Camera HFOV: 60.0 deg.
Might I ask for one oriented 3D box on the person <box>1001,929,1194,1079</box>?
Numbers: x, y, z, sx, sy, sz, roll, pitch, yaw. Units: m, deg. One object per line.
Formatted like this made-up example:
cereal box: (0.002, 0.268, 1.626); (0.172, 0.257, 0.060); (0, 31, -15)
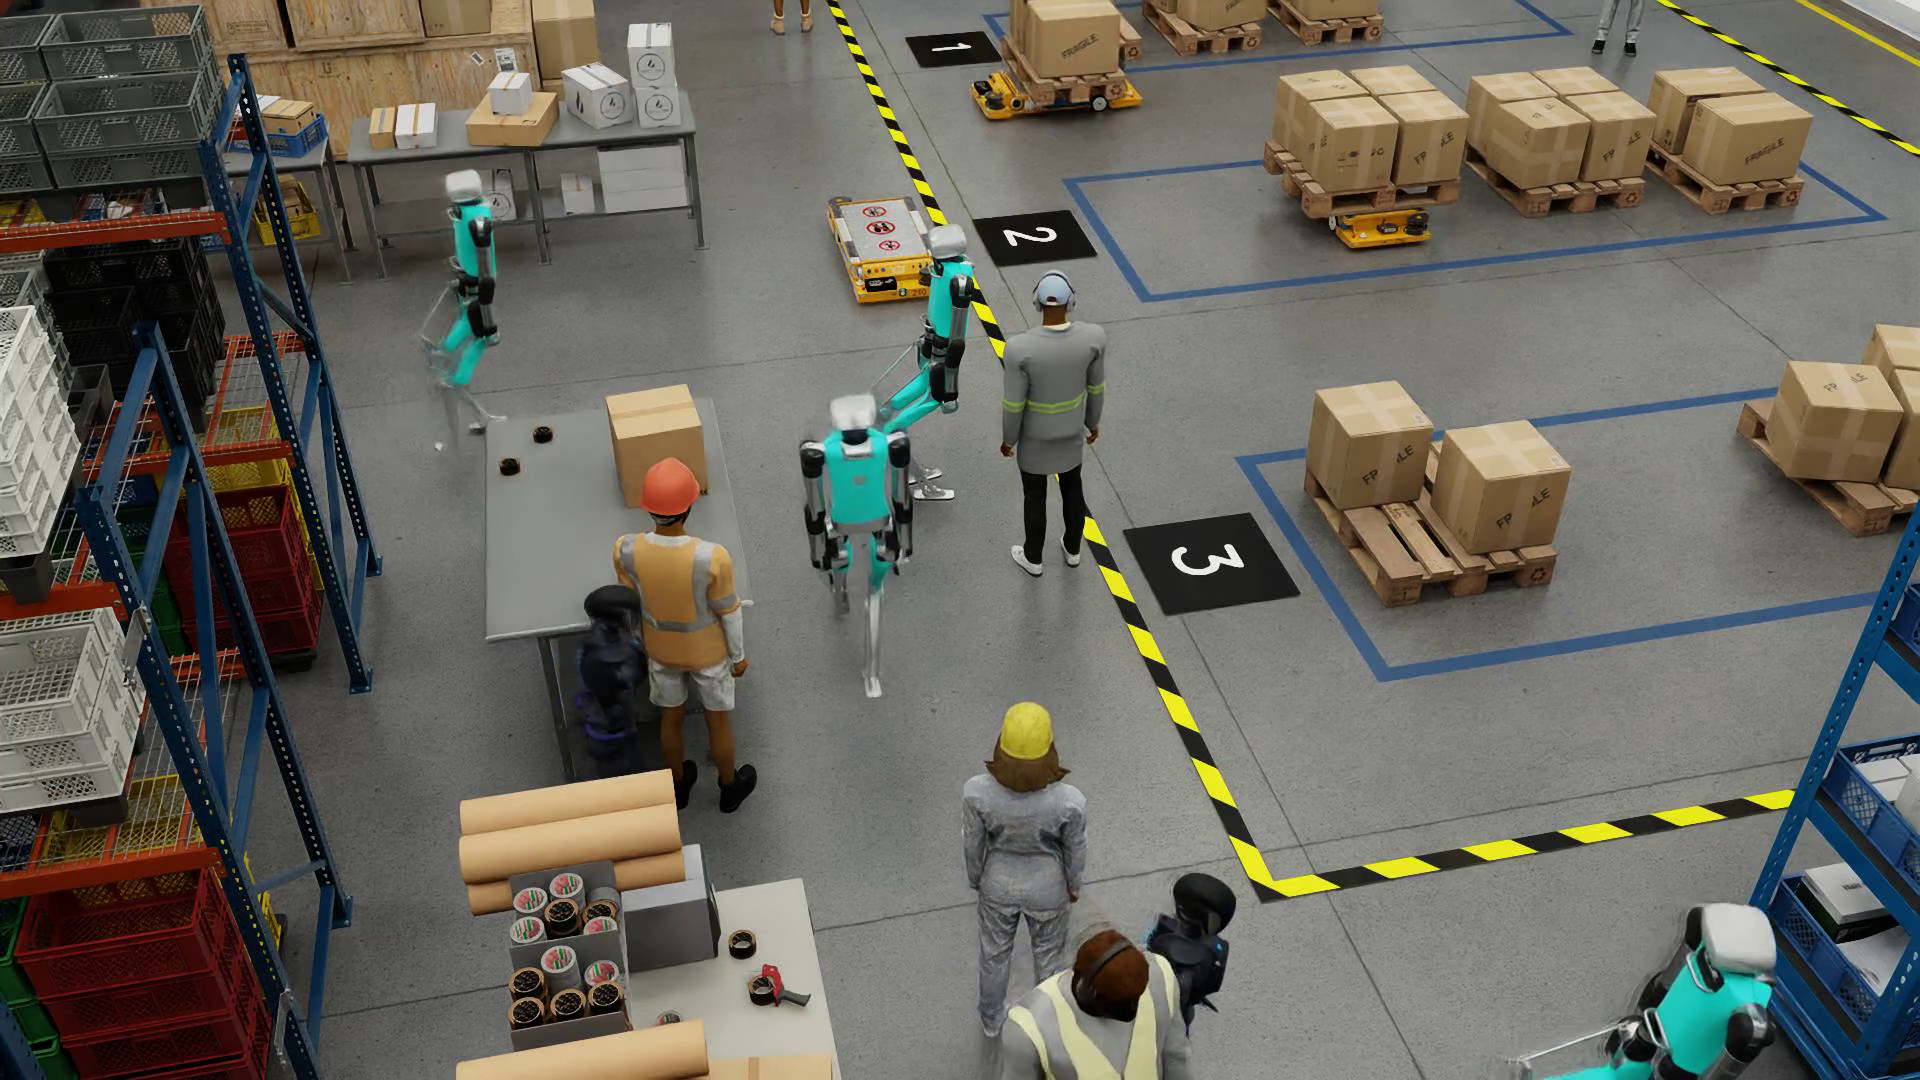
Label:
person: (0.488, 1.984, 5.587); (0.626, 1.815, 0.587); (-20, 41, -24)

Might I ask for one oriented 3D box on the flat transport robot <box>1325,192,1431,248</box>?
flat transport robot: (3.134, -2.740, 13.213); (0.652, 0.197, 1.431); (-8, 37, -10)

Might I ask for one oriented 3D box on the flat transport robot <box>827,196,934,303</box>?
flat transport robot: (-0.570, -2.220, 12.538); (0.659, 0.231, 1.431); (-8, 37, -10)

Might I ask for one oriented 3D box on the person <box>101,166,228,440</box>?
person: (-4.931, -1.477, 10.230); (0.502, 1.836, 0.336); (25, 43, 30)

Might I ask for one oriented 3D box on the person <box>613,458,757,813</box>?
person: (-1.231, 0.463, 7.534); (0.543, 1.938, 0.351); (5, 37, 7)

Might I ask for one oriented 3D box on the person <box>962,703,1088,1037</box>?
person: (0.253, 1.325, 6.538); (0.485, 1.741, 0.301); (5, 37, 6)

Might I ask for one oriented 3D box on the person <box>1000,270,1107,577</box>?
person: (0.489, -0.632, 9.077); (0.596, 1.849, 0.388); (-12, 38, -15)

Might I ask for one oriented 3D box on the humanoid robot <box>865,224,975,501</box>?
humanoid robot: (-0.281, -0.980, 9.528); (0.735, 1.677, 0.533); (-8, 37, -11)

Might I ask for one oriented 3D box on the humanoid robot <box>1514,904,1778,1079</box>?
humanoid robot: (2.172, 1.917, 5.799); (1.024, 1.775, 0.531); (1, 37, 2)

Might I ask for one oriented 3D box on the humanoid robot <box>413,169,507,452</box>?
humanoid robot: (-3.137, -1.310, 10.169); (0.776, 1.891, 0.546); (-17, 40, -21)

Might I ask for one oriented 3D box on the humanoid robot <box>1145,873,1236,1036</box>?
humanoid robot: (0.813, 1.782, 5.992); (0.605, 1.640, 0.611); (9, 38, 12)

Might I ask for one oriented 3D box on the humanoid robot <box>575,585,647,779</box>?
humanoid robot: (-1.496, 0.856, 7.227); (0.322, 1.653, 0.614); (-15, 39, -19)

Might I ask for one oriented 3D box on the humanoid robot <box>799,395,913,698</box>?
humanoid robot: (-0.548, -0.119, 8.498); (0.548, 1.780, 0.931); (-6, 37, -8)

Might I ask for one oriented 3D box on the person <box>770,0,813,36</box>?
person: (-1.685, -5.902, 16.002); (0.613, 2.041, 0.375); (-8, 37, -11)

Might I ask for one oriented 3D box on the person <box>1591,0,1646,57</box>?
person: (6.353, -5.472, 15.593); (0.589, 1.837, 0.404); (9, 38, 12)

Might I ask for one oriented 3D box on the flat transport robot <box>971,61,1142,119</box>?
flat transport robot: (0.866, -4.075, 15.007); (1.431, 0.197, 0.652); (-8, 37, -10)
